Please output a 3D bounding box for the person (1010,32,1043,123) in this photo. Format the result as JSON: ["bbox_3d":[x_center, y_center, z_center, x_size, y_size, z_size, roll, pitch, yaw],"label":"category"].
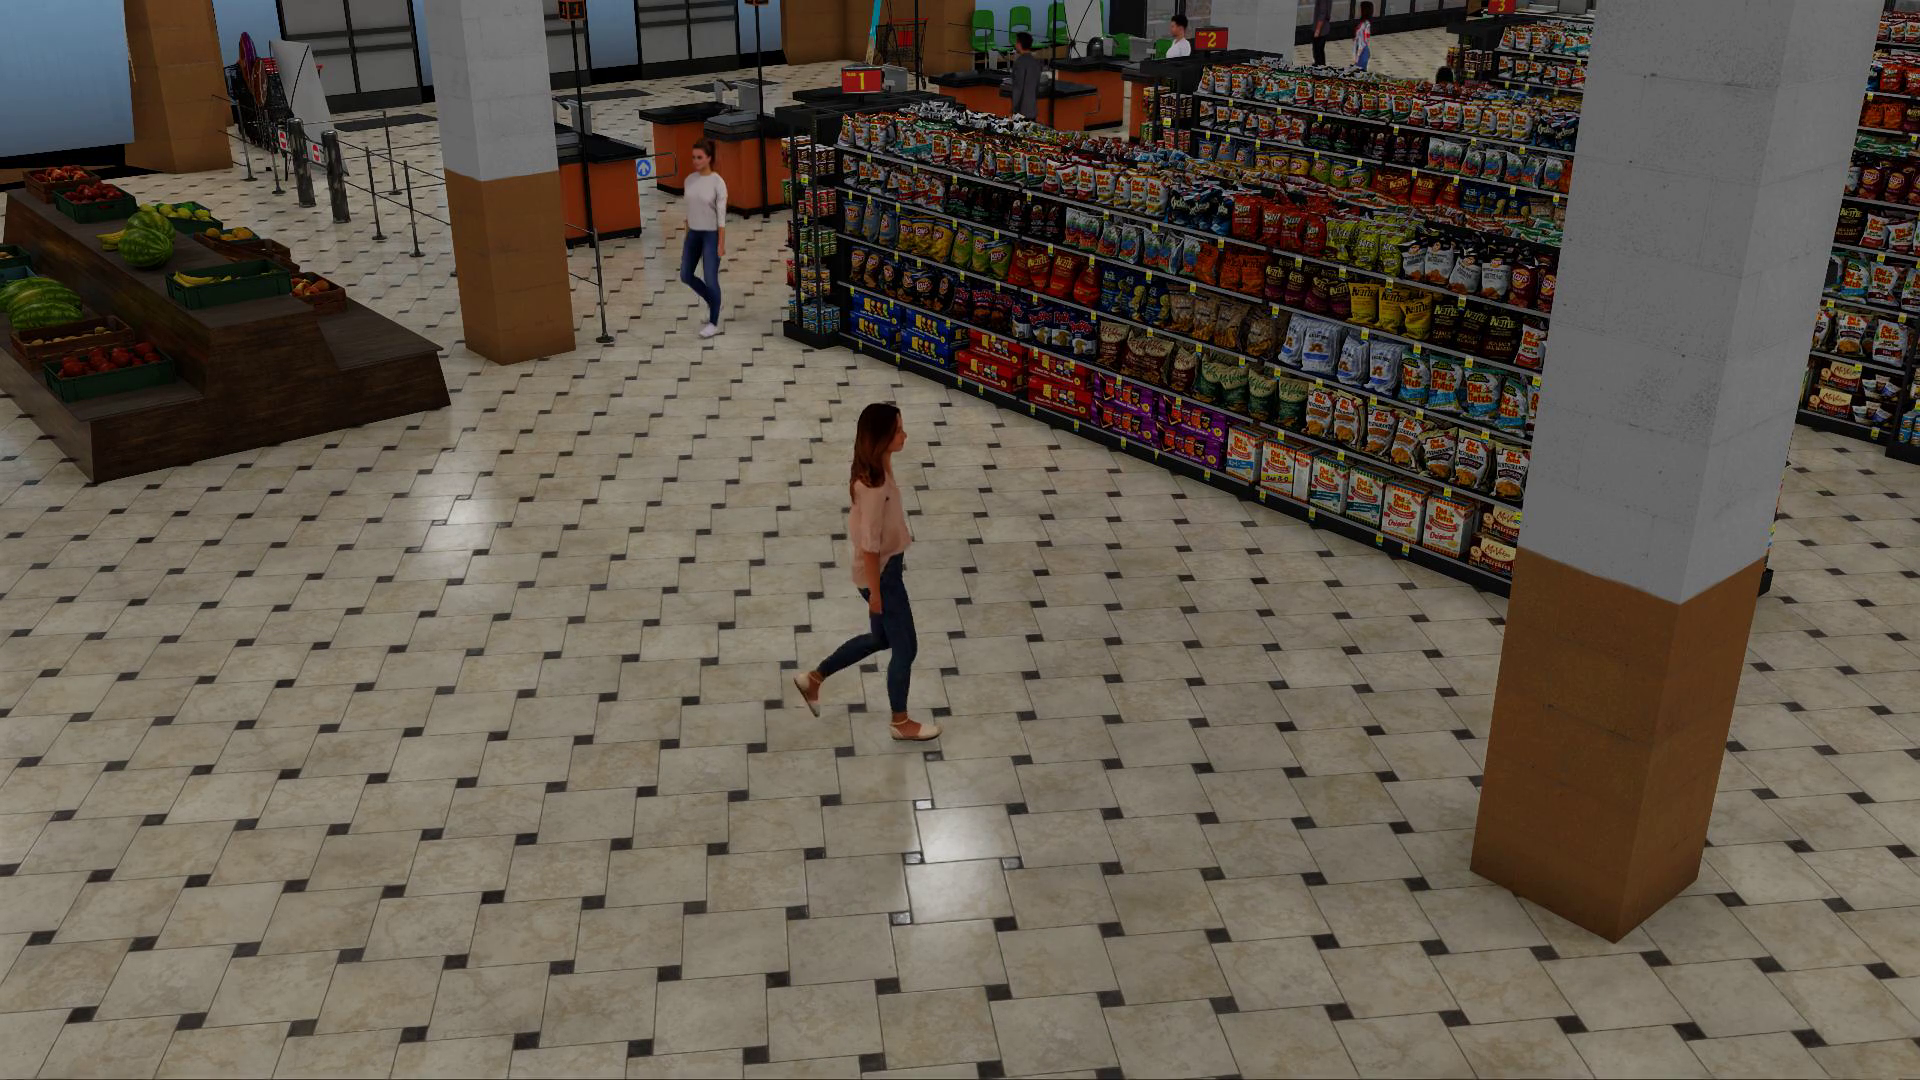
[{"bbox_3d":[0.812,-5.215,20.260,0.746,1.866,0.796,15,28,31],"label":"person"}]

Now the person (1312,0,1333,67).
[{"bbox_3d":[6.126,-8.678,28.192,0.754,1.851,0.767,10,26,21],"label":"person"}]

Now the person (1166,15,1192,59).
[{"bbox_3d":[2.890,-6.049,22.178,0.812,1.855,0.669,-6,24,-13],"label":"person"}]

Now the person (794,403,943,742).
[{"bbox_3d":[-0.466,0.178,8.051,1.015,1.772,0.992,0,24,1],"label":"person"}]

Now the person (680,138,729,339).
[{"bbox_3d":[-2.185,-2.657,14.596,0.703,1.718,0.790,15,28,30],"label":"person"}]

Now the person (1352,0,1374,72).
[{"bbox_3d":[6.279,-7.575,25.969,0.664,1.612,0.669,9,25,20],"label":"person"}]
